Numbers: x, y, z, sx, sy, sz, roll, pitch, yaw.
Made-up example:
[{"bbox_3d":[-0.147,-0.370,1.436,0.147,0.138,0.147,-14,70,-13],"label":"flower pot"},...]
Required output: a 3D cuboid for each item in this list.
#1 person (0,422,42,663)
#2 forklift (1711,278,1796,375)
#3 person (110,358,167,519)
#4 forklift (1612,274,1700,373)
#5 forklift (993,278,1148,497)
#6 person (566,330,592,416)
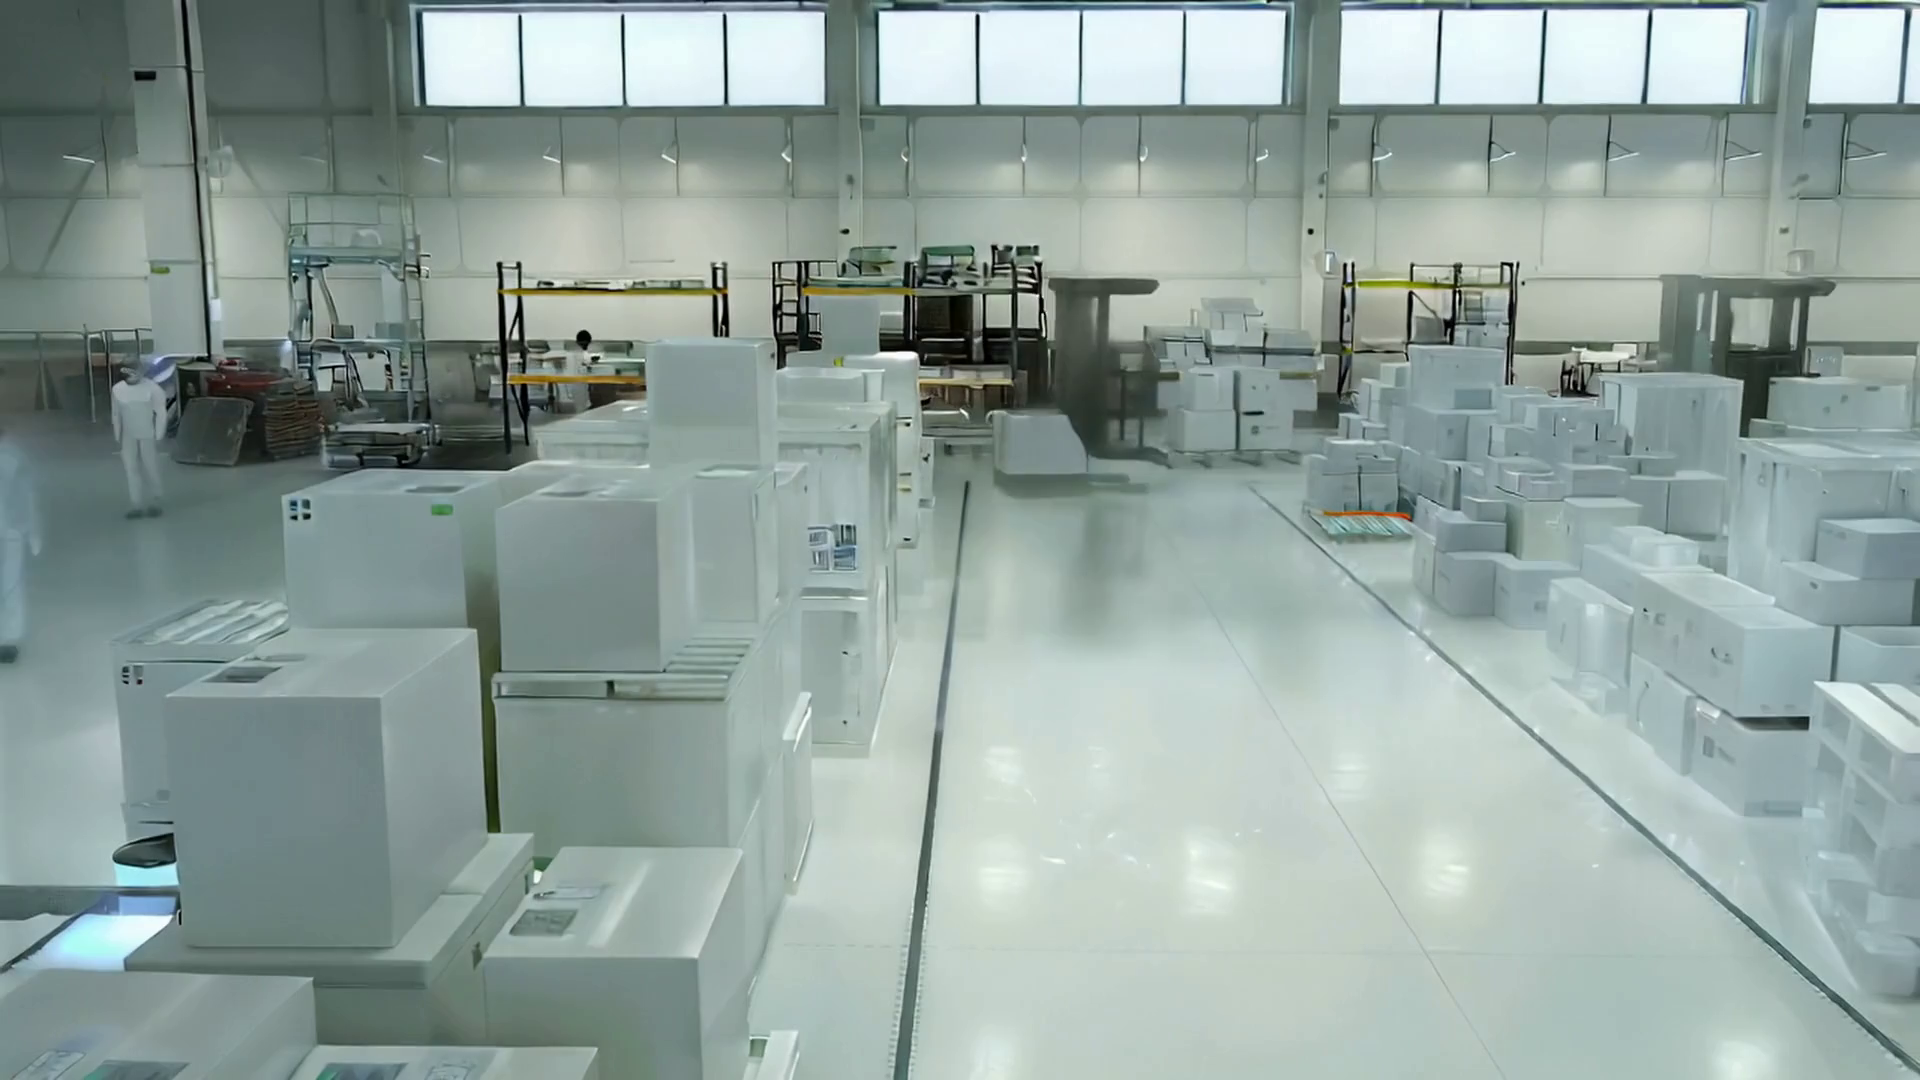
[{"bbox_3d":[-7.372,-0.009,12.614,0.635,1.909,0.865,-1,10,-6],"label":"person"},{"bbox_3d":[10.340,-2.041,21.861,1.129,2.768,1.873,0,9,0],"label":"forklift"},{"bbox_3d":[-9.752,-1.208,19.790,0.651,1.920,0.522,-1,10,-6],"label":"person"},{"bbox_3d":[12.558,-3.276,29.257,1.873,2.768,1.129,0,9,1],"label":"forklift"},{"bbox_3d":[1.428,-2.018,21.724,1.873,2.768,1.129,-1,10,-8],"label":"forklift"},{"bbox_3d":[-6.275,-2.492,27.438,0.418,1.921,0.609,3,10,16],"label":"person"}]
